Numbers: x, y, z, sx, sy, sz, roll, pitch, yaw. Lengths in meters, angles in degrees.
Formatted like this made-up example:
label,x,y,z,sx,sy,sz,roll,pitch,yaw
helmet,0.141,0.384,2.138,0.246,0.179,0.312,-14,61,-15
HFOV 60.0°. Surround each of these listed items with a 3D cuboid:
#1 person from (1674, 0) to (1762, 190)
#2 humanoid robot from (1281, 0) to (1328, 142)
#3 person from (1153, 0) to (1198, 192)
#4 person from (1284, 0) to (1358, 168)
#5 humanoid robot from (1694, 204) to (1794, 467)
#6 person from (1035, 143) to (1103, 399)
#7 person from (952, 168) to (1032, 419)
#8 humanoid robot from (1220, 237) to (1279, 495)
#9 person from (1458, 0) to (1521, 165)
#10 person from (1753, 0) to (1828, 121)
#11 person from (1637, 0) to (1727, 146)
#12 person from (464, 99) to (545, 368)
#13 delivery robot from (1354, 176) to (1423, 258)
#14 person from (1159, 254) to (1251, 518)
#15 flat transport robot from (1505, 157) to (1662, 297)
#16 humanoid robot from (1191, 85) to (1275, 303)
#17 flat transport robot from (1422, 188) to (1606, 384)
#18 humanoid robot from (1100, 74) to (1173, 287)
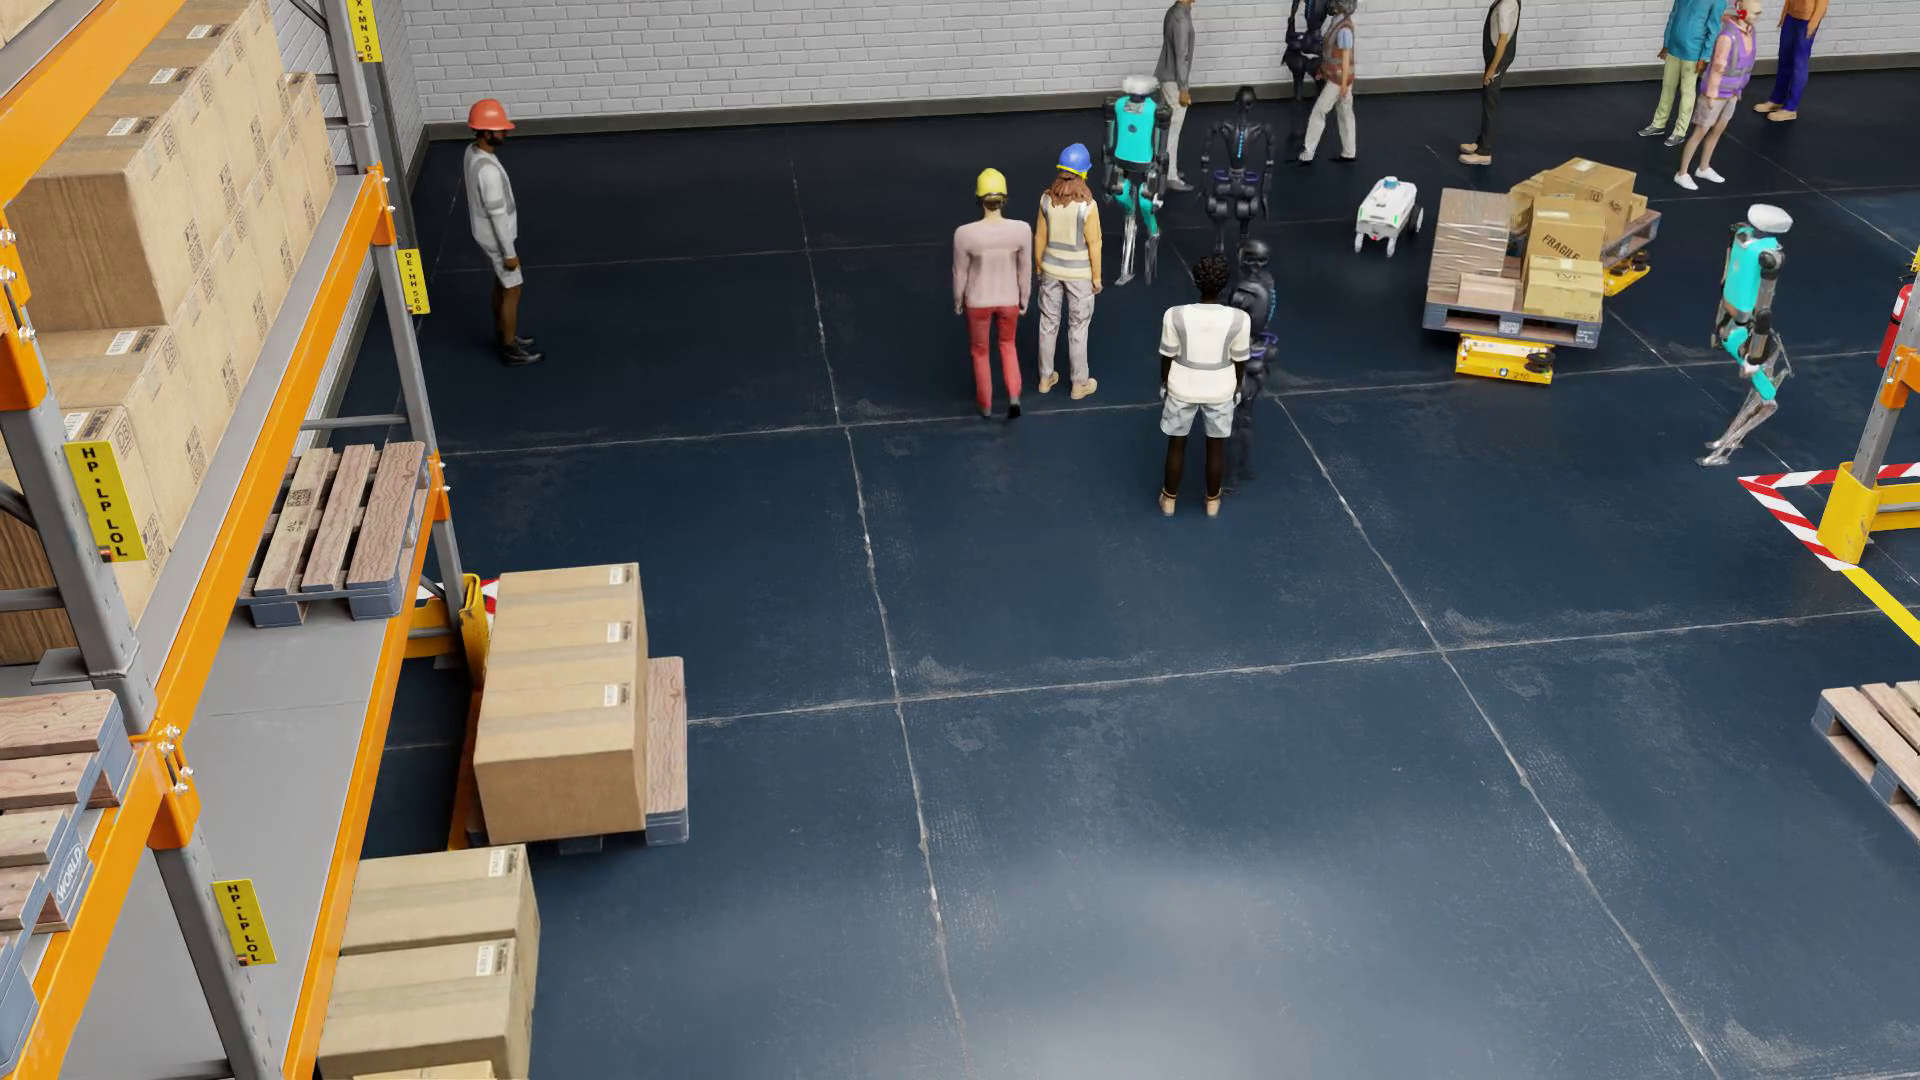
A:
label,x,y,z,sx,sy,sz,roll,pitch,yaw
person,6.671,-3.907,14.549,0.486,1.682,0.359,-20,38,-27
humanoid robot,3.282,-4.562,15.564,0.616,1.646,0.364,26,41,33
person,1.875,-4.010,14.507,0.402,1.900,0.534,-2,33,-3
person,3.309,-4.174,14.967,0.759,1.652,0.479,4,33,6
humanoid robot,5.058,-1.261,10.428,0.732,1.763,0.541,-3,33,-4
person,0.736,-1.811,11.245,0.481,1.776,0.321,15,36,22
person,0.214,-1.558,10.885,0.525,1.754,0.445,-7,34,-10
humanoid robot,1.748,-1.063,10.186,0.306,1.657,0.612,20,38,28
person,4.821,-4.318,15.034,0.351,1.839,0.505,12,35,17
person,8.127,-5.070,16.073,0.403,1.973,0.512,-7,34,-11
person,6.766,-4.583,15.516,0.325,1.751,0.562,-15,36,-21
person,-3.194,-2.129,11.604,0.387,1.922,0.549,-15,36,-21
delivery robot,3.524,-2.710,13.741,0.499,0.592,0.783,15,36,21
person,1.440,-0.893,9.919,0.533,1.691,0.319,3,33,5
flat transport robot,4.752,-2.335,13.430,1.431,0.231,0.659,28,42,36
humanoid robot,2.064,-2.647,12.632,0.594,1.646,0.560,2,33,4
flat transport robot,4.030,-1.578,12.270,0.659,0.231,1.431,9,34,14
humanoid robot,1.379,-2.688,12.725,0.531,1.879,0.749,13,35,19
